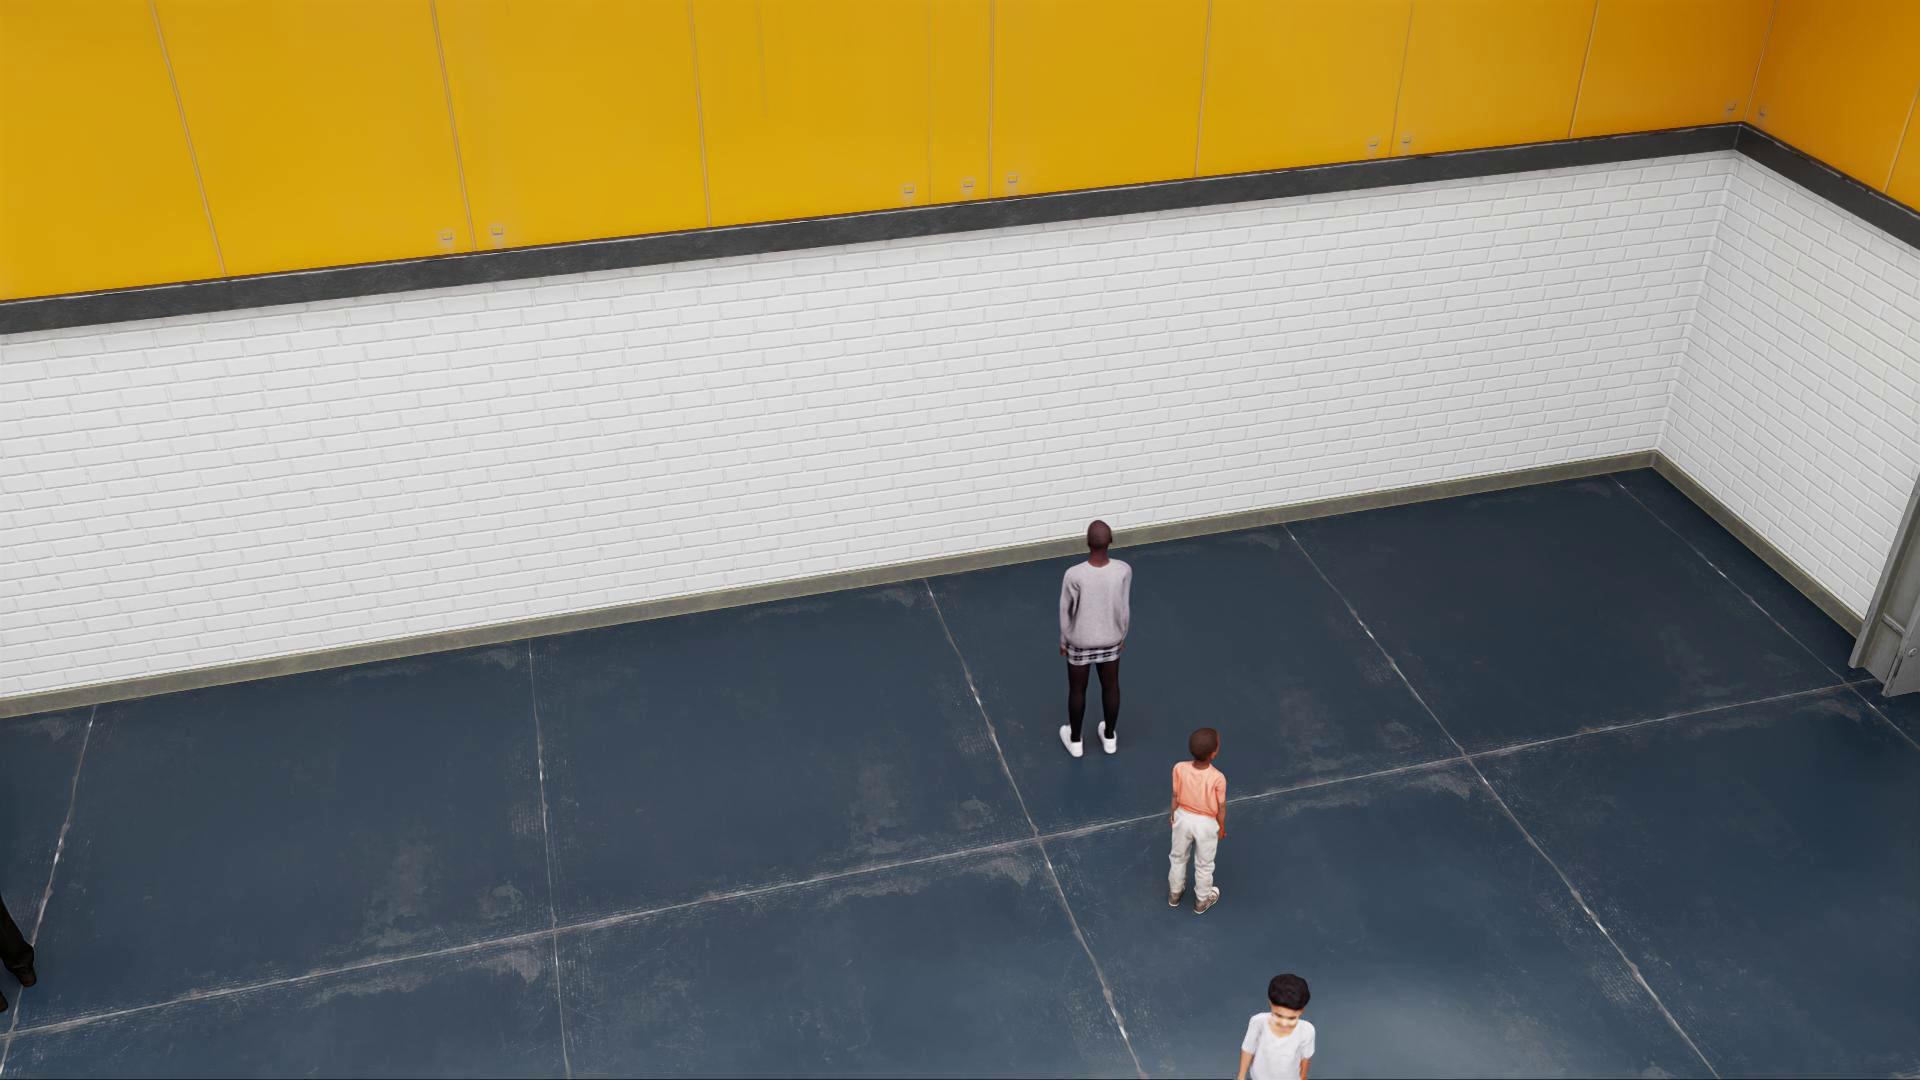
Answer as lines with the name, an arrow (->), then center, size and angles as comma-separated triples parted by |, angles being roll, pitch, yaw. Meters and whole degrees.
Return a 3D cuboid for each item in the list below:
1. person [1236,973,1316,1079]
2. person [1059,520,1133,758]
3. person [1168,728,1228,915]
person -> 1.581, 2.583, 8.305 | 0.710, 1.242, 0.803 | 13, 36, 18
person -> 0.871, 0.644, 10.745 | 0.624, 1.770, 0.537 | -5, 34, -8
person -> 1.375, 1.633, 9.671 | 0.568, 1.311, 0.621 | 15, 37, 22
